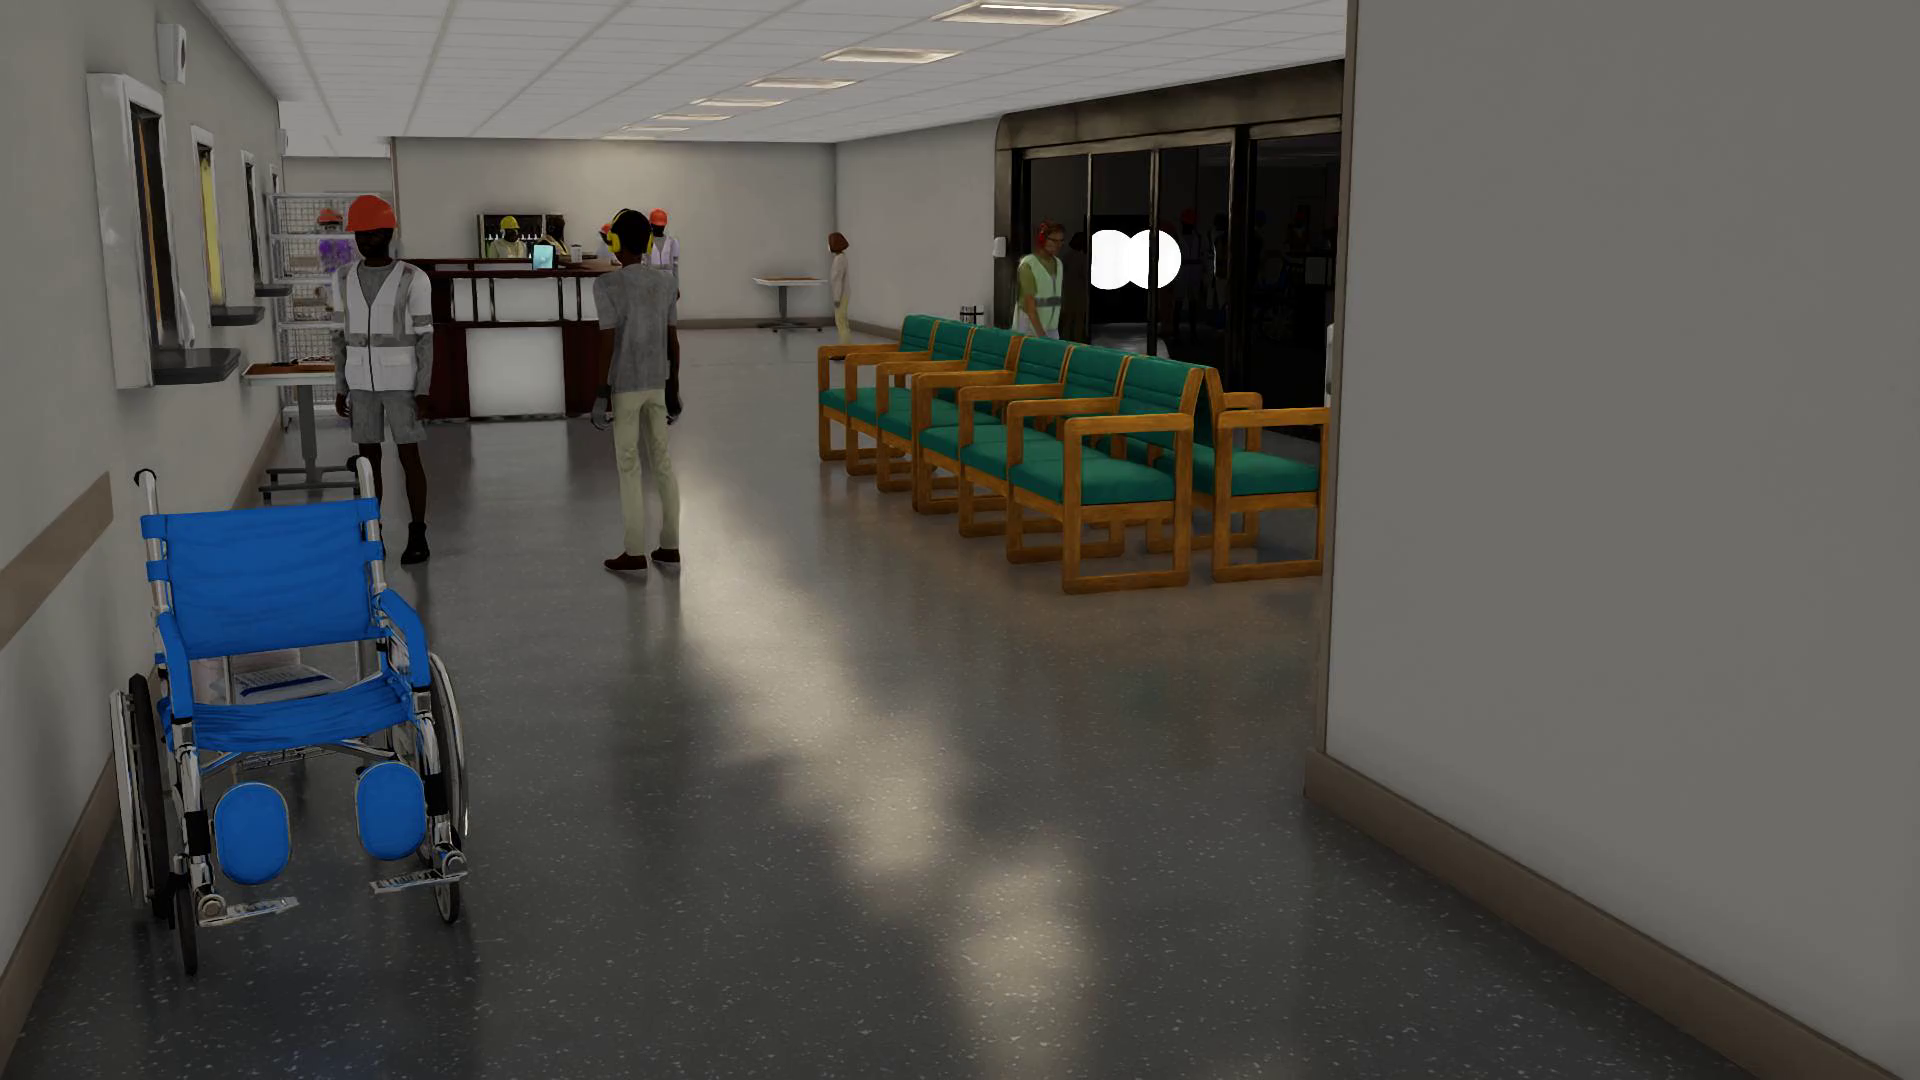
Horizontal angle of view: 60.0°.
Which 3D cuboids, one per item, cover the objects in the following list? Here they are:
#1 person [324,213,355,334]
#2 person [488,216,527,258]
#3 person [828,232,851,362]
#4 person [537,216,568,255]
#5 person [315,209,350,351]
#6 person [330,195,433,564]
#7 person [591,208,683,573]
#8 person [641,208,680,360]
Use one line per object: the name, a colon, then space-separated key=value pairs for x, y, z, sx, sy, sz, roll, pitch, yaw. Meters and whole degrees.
person: x=-9.702 y=-4.157 z=25.990 sx=0.357 sy=1.881 sz=0.589 roll=7 pitch=13 yaw=33
person: x=-5.975 y=-3.391 z=22.179 sx=0.403 sy=1.834 sz=0.589 roll=9 pitch=14 yaw=37
person: x=-1.536 y=-3.097 z=21.220 sx=0.285 sy=1.627 sz=0.504 roll=0 pitch=11 yaw=2
person: x=-5.263 y=-3.298 z=21.700 sx=0.429 sy=1.838 sz=0.621 roll=1 pitch=11 yaw=4
person: x=-8.455 y=-3.469 z=22.366 sx=0.514 sy=1.919 sz=0.546 roll=1 pitch=11 yaw=6
person: x=-3.050 y=-0.833 z=8.786 sx=0.544 sy=1.939 sz=0.354 roll=1 pitch=11 yaw=4
person: x=-1.673 y=-0.763 z=8.605 sx=0.311 sy=1.869 sz=0.533 roll=11 pitch=15 yaw=44
person: x=-3.822 y=-3.238 z=21.151 sx=0.542 sy=1.929 sz=0.369 roll=-5 pitch=12 yaw=-24
